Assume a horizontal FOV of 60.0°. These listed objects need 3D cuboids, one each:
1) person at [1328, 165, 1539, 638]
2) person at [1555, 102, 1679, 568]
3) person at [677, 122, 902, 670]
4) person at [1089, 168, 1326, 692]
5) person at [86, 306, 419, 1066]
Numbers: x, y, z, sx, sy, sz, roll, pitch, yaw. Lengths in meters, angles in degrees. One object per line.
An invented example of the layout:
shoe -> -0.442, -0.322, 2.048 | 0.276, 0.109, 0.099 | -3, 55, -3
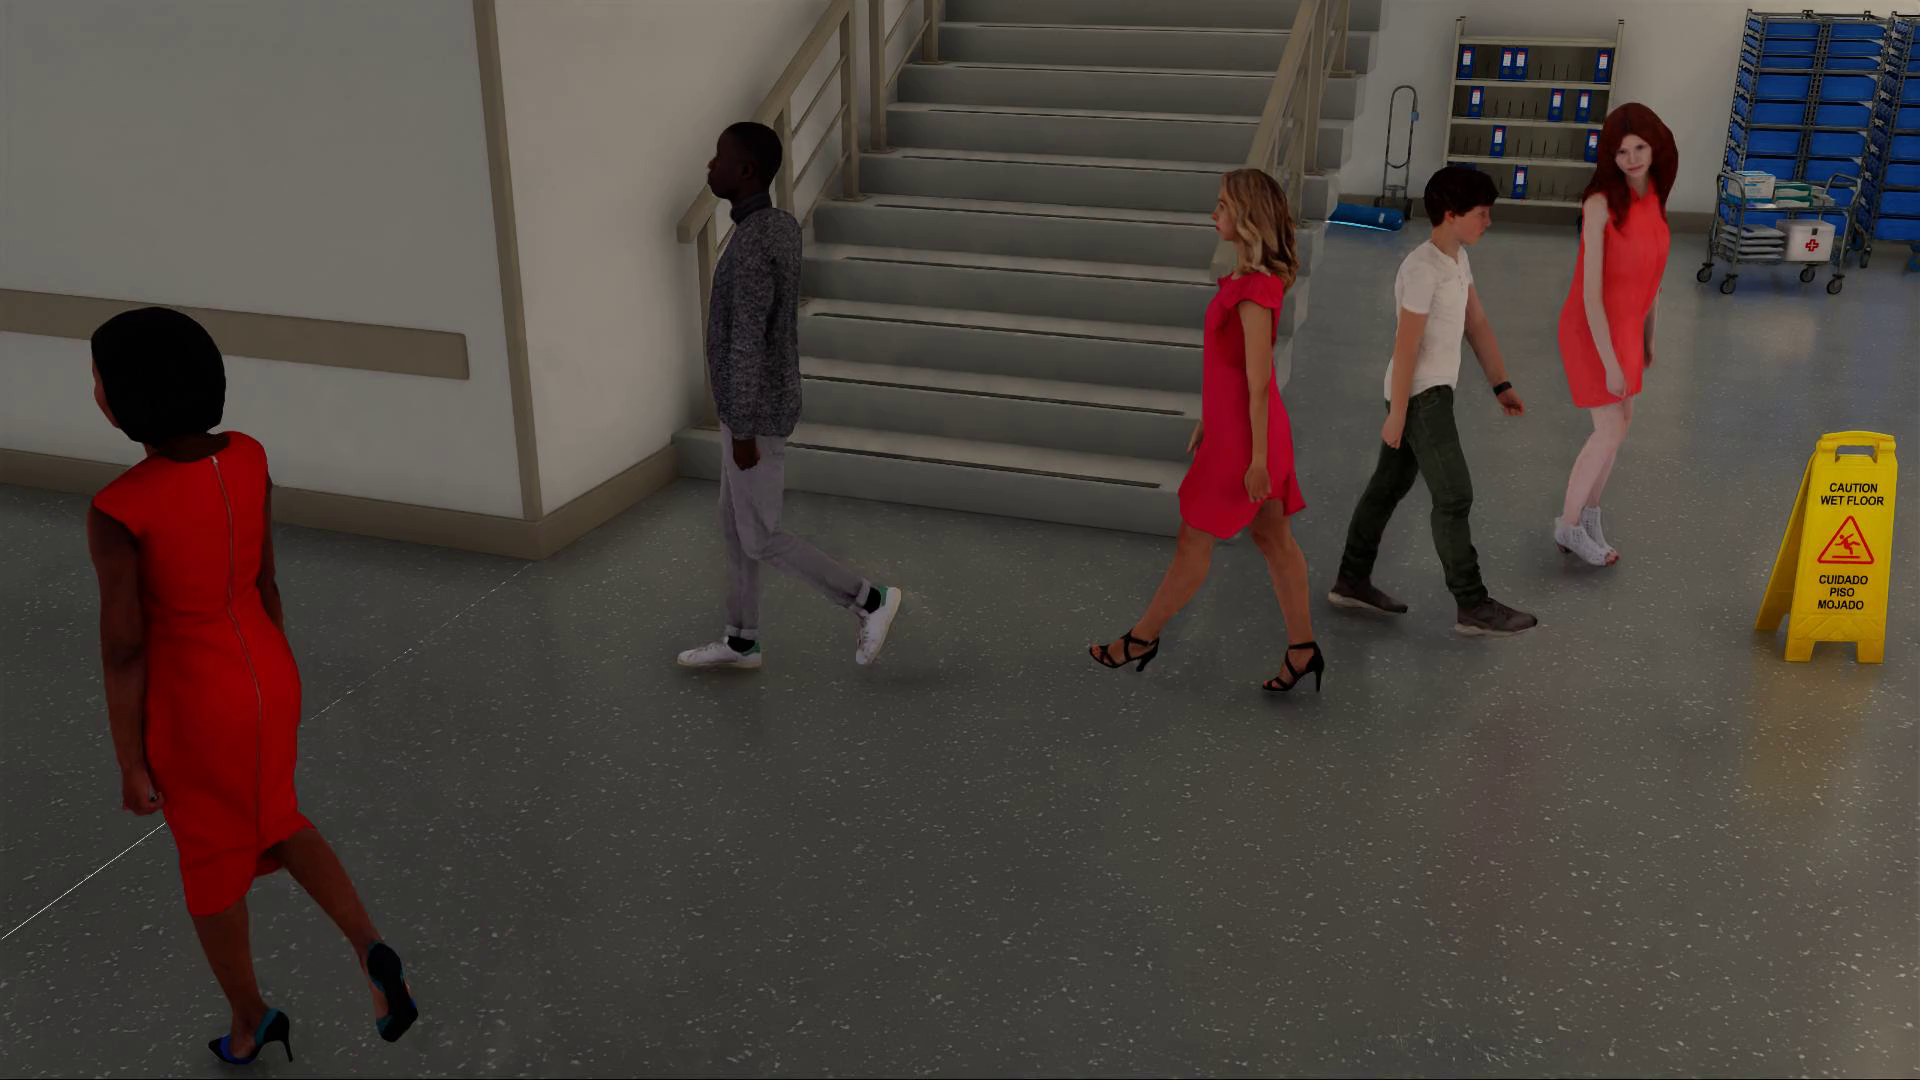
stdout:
person -> 1.542, -0.486, 5.856 | 0.692, 1.628, 0.937 | 10, 23, 25
person -> 2.365, -0.713, 6.231 | 0.816, 1.786, 0.721 | 17, 27, 38
person -> -0.564, -0.395, 5.346 | 0.986, 1.819, 1.053 | 0, 21, -1
person -> 0.992, -0.285, 5.231 | 0.731, 1.695, 0.957 | 4, 21, 11
person -> -1.449, 0.389, 3.404 | 0.678, 1.729, 0.768 | 9, 23, 23
